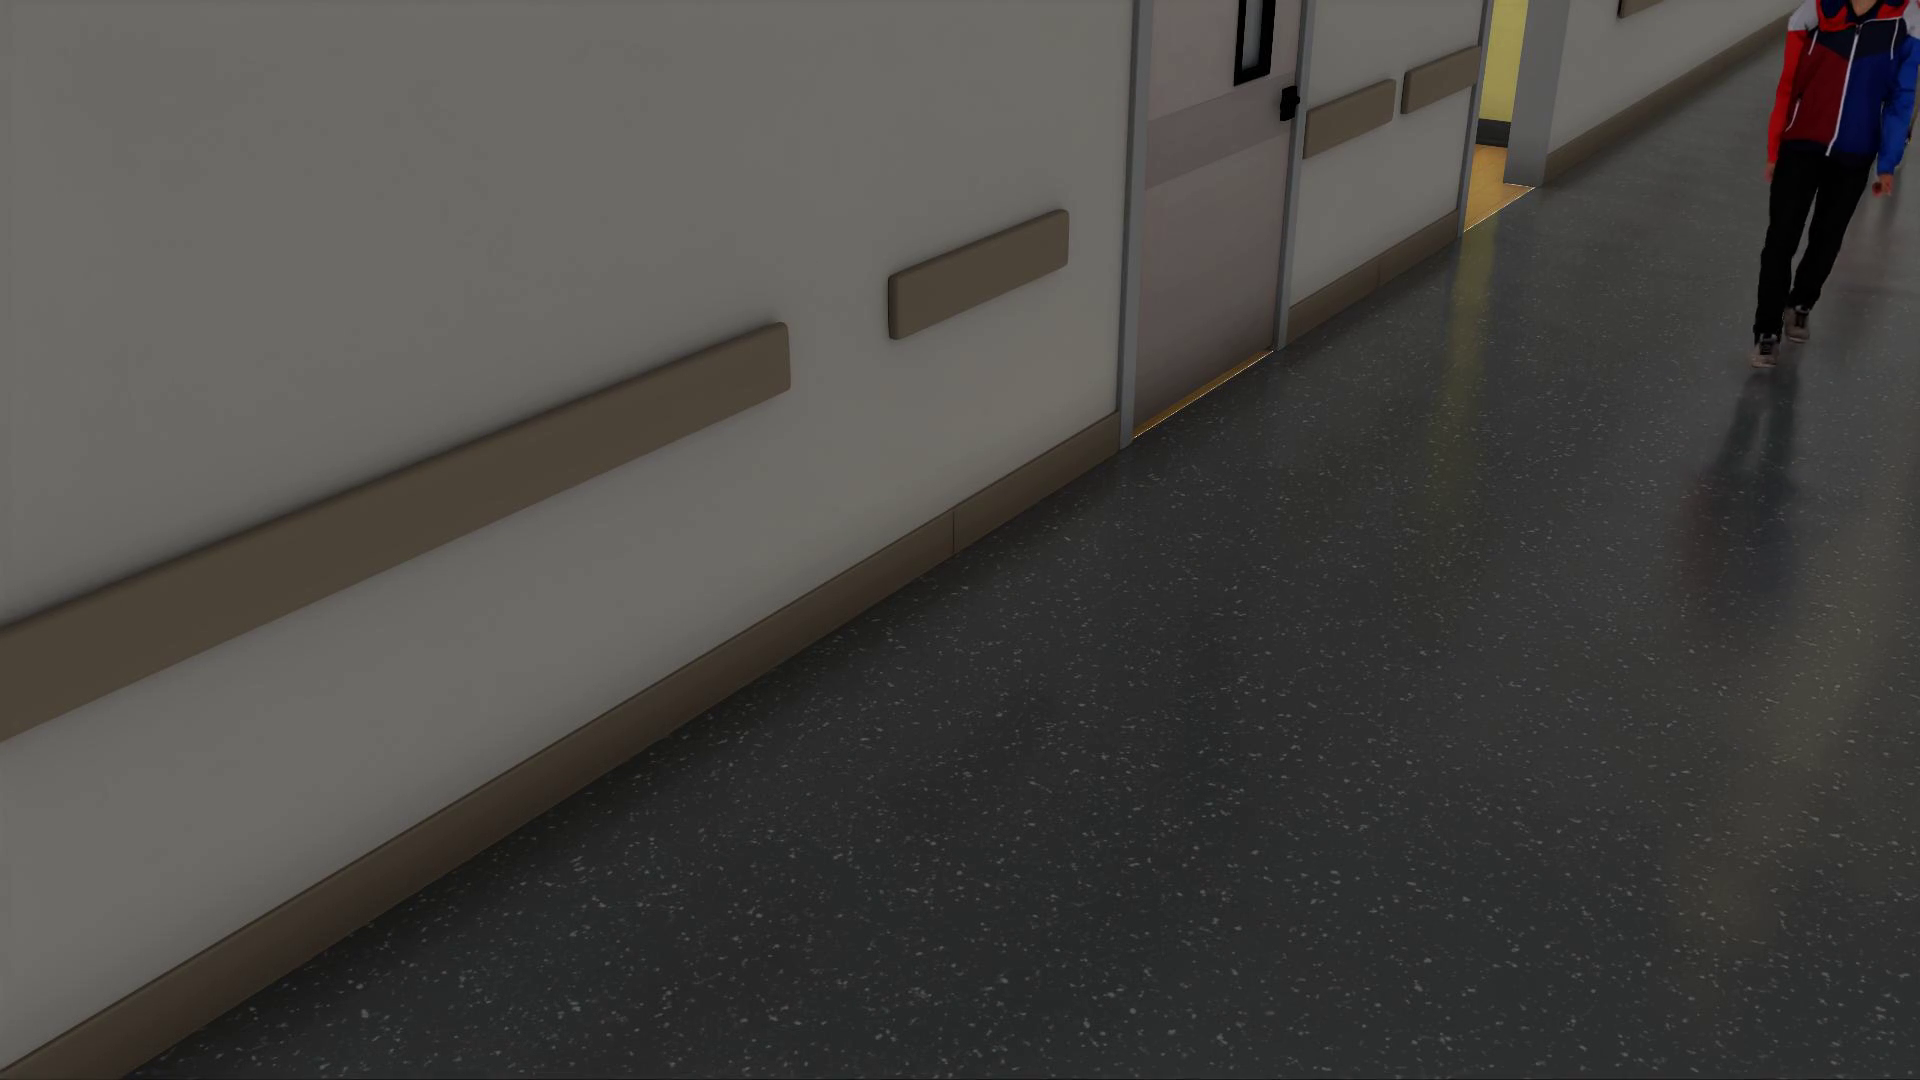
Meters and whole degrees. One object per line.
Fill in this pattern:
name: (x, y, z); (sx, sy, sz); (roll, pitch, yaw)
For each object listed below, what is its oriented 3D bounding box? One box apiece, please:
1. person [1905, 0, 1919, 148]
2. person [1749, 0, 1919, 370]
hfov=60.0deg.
person: (5.936, -3.135, 10.317); (0.943, 1.407, 0.694); (12, 28, 23)
person: (3.544, -1.604, 6.767); (1.000, 1.731, 0.856); (10, 28, 21)
